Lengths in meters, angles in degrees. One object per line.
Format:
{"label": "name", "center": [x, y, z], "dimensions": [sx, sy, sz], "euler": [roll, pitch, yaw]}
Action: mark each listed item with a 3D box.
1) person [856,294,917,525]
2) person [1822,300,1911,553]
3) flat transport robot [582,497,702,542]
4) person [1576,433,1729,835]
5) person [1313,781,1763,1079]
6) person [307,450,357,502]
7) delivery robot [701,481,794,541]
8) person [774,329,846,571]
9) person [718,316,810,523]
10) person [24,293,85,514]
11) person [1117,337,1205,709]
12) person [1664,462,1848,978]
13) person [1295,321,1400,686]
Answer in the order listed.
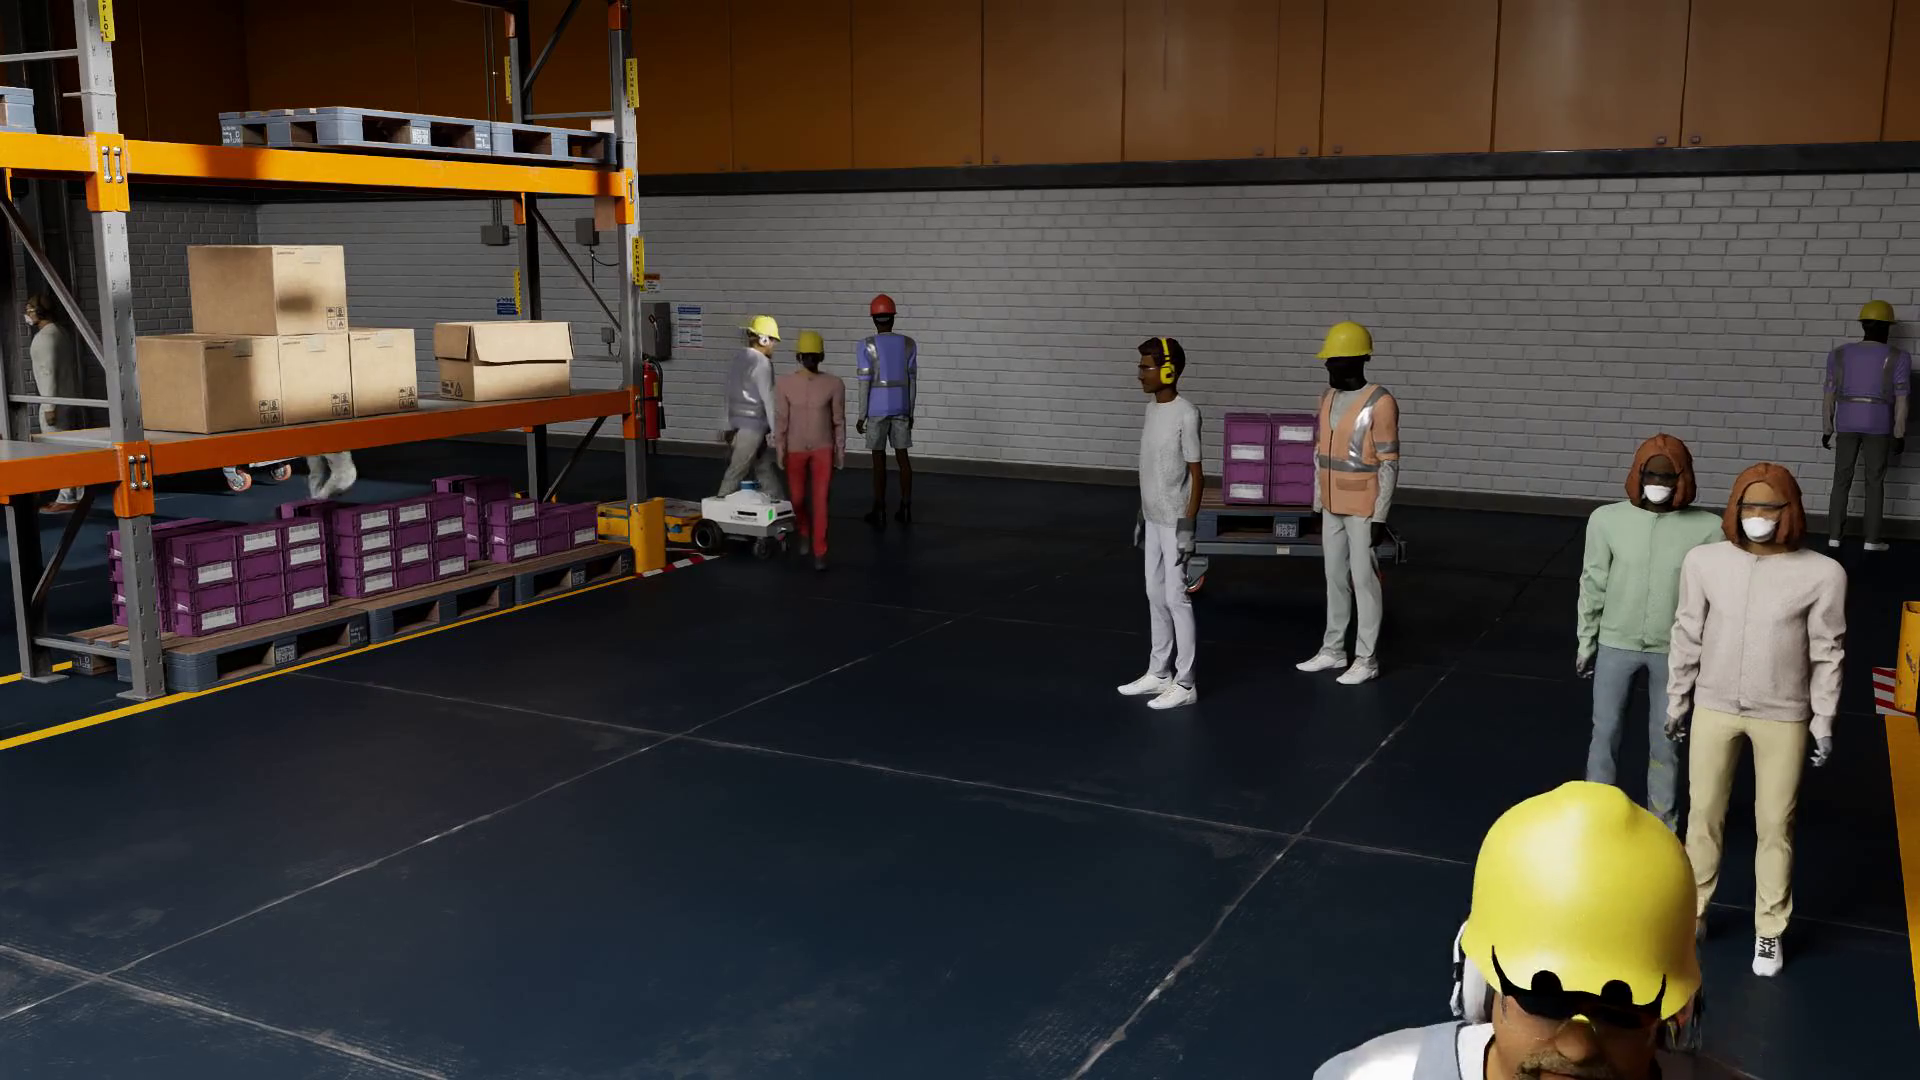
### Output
{"label": "person", "center": [-0.628, -1.094, 14.023], "dimensions": [0.543, 1.932, 0.376], "euler": [-5, 11, -25]}
{"label": "person", "center": [6.926, -0.868, 12.737], "dimensions": [0.591, 1.922, 0.380], "euler": [9, 13, 41]}
{"label": "flat transport robot", "center": [-2.404, -0.181, 13.541], "dimensions": [1.431, 0.197, 0.652], "euler": [8, 13, 39]}
{"label": "person", "center": [2.533, 0.418, 6.133], "dimensions": [0.498, 1.633, 0.279], "euler": [4, 11, 21]}
{"label": "person", "center": [0.590, 1.119, 1.661], "dimensions": [0.596, 1.780, 0.909], "euler": [3, 10, 19]}
{"label": "person", "center": [-5.016, -0.876, 13.069], "dimensions": [0.614, 1.822, 0.413], "euler": [9, 13, 42]}
{"label": "delivery robot", "center": [-1.602, -0.203, 12.575], "dimensions": [0.707, 0.478, 0.477], "euler": [6, 11, 30]}
{"label": "person", "center": [-1.094, -0.683, 12.196], "dimensions": [0.528, 1.735, 0.773], "euler": [-1, 10, -3]}
{"label": "person", "center": [-1.682, -0.939, 13.624], "dimensions": [0.968, 1.765, 0.651], "euler": [-5, 11, -27]}
{"label": "person", "center": [-7.952, -1.193, 14.624], "dimensions": [0.374, 1.930, 0.630], "euler": [-3, 10, -17]}
{"label": "person", "center": [1.032, -0.082, 8.368], "dimensions": [0.313, 1.863, 0.528], "euler": [-4, 11, -21]}
{"label": "person", "center": [2.508, 0.564, 5.290], "dimensions": [0.509, 1.631, 0.269], "euler": [8, 12, 38]}
{"label": "person", "center": [2.060, -0.192, 8.823], "dimensions": [0.383, 1.923, 0.590], "euler": [-5, 11, -25]}
